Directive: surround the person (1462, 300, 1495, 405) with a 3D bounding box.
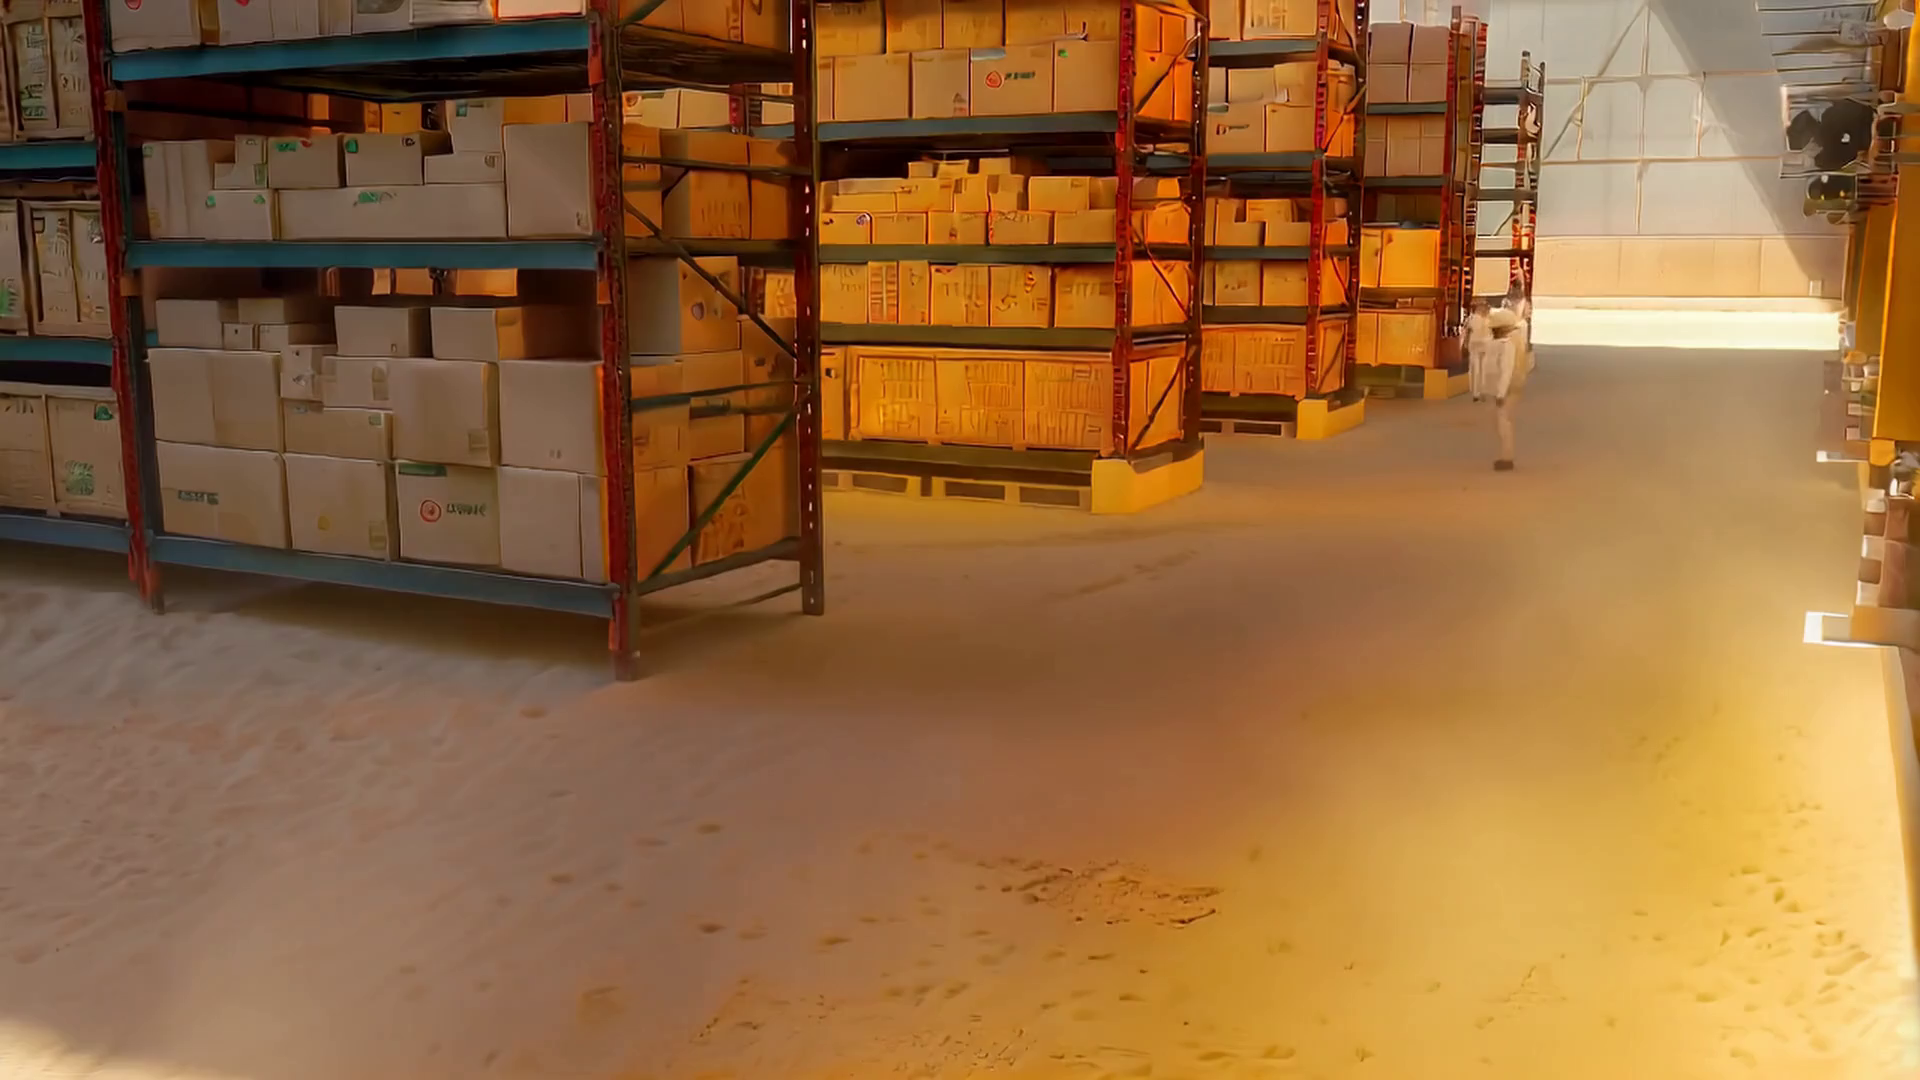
[{"bbox_3d":[8.011,-2.896,25.702,0.548,1.603,0.660,9,13,43],"label":"person"}]

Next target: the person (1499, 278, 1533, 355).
[{"bbox_3d":[9.356,-3.463,28.130,0.572,1.895,0.904,5,11,27],"label":"person"}]

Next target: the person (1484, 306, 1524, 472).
[{"bbox_3d":[5.858,-1.640,17.957,0.406,1.783,0.706,2,10,13],"label":"person"}]
